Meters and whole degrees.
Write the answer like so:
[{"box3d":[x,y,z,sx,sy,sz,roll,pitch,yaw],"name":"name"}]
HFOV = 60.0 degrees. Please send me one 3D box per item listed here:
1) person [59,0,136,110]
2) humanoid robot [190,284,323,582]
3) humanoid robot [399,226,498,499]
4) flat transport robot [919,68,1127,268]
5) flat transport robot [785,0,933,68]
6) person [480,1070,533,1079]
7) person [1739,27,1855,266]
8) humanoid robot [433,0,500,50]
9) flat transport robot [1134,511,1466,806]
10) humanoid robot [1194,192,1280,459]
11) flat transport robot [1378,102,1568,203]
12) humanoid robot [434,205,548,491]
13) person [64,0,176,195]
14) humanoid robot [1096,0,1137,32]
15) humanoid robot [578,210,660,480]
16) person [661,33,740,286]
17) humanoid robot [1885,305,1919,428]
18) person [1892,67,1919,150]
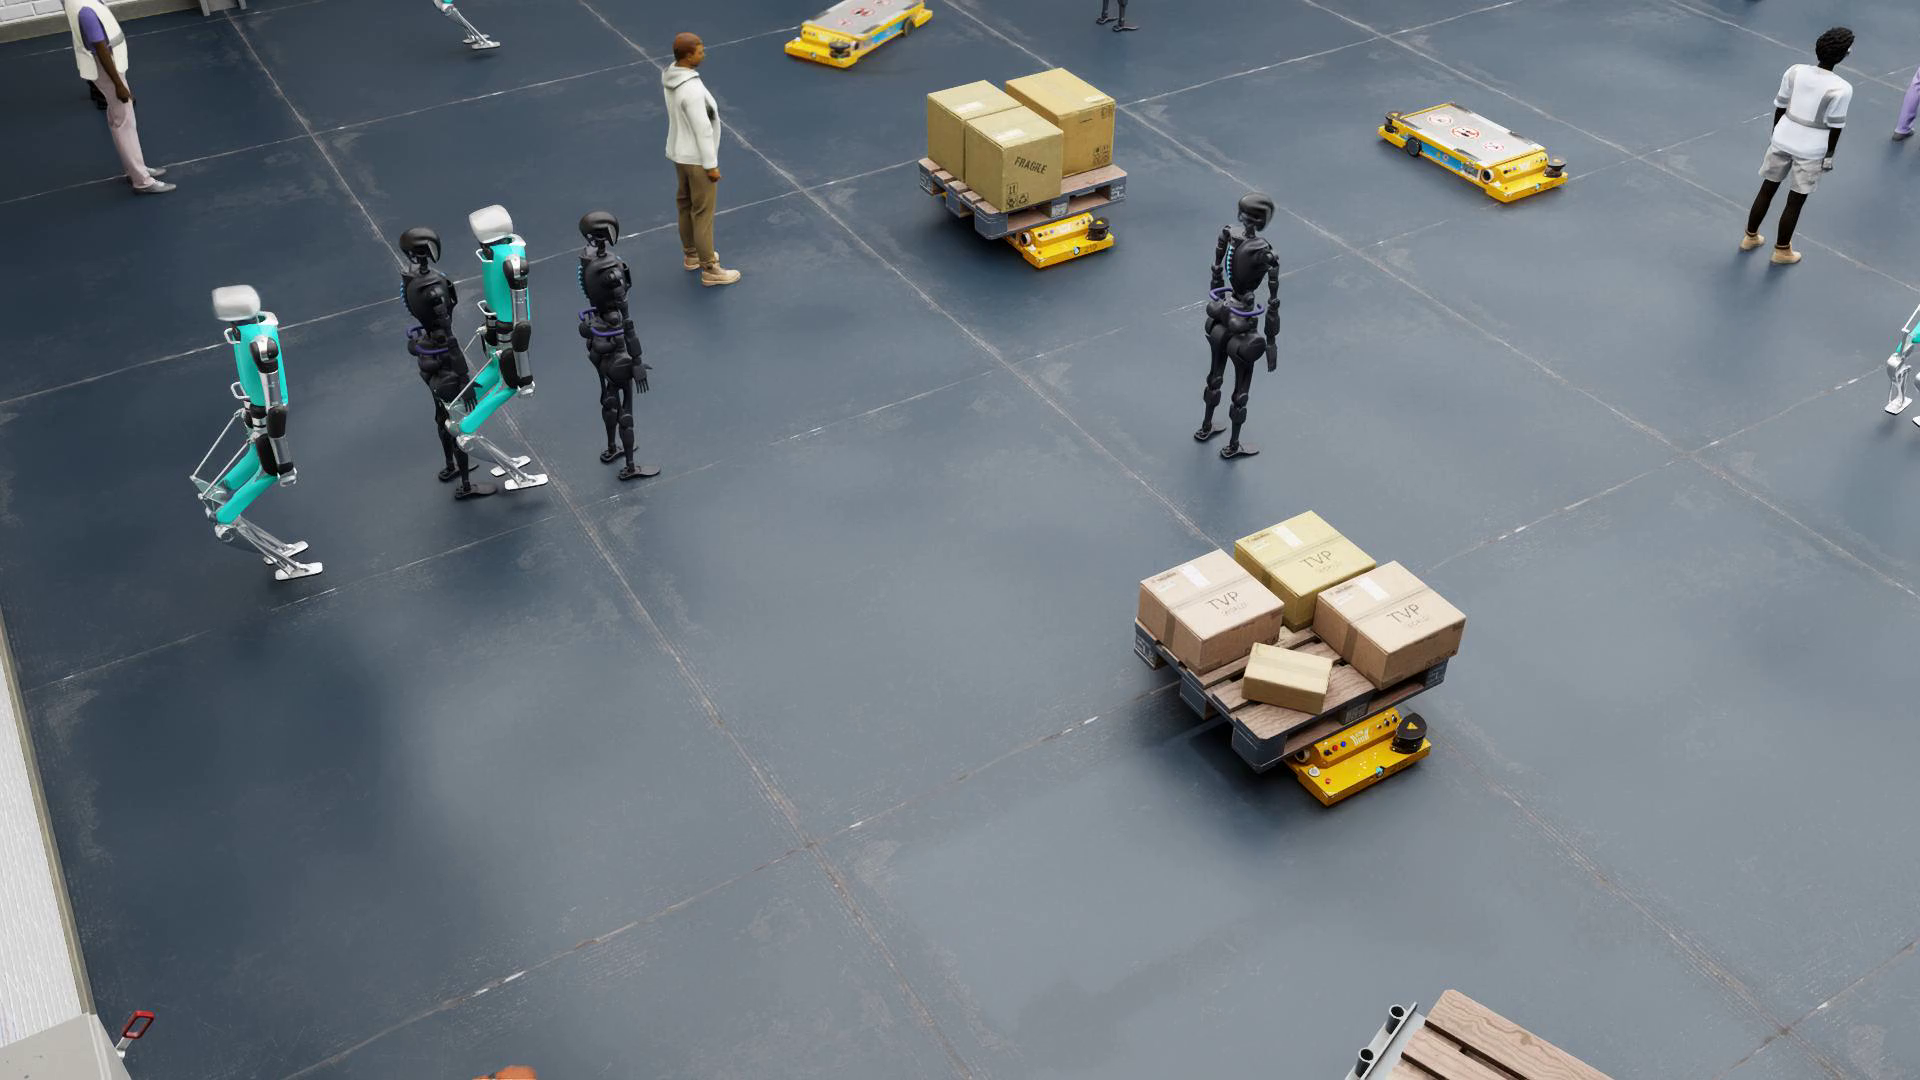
[{"box3d":[-7.253,-4.507,13.643,0.362,1.931,0.541,-21,43,-24],"name":"person"},{"box3d":[-3.760,-0.494,8.630,0.735,1.671,0.533,-21,43,-24],"name":"humanoid robot"},{"box3d":[-2.934,-1.019,9.433,0.315,1.657,0.599,-21,43,-24],"name":"humanoid robot"},{"box3d":[0.469,-2.477,12.417,0.659,0.231,1.431,-21,43,-24],"name":"flat transport robot"},{"box3d":[-0.914,-4.699,15.222,0.659,0.231,1.431,22,43,25],"name":"flat transport robot"},{"box3d":[-1.277,2.249,5.156,0.357,1.882,0.572,-21,43,-24],"name":"person"},{"box3d":[5.864,-2.741,11.600,0.319,1.696,0.531,-21,43,-24],"name":"person"},{"box3d":[-4.392,-5.095,14.431,0.735,1.677,0.533,-21,43,-24],"name":"humanoid robot"},{"box3d":[1.635,0.714,8.391,0.659,0.231,1.431,-21,43,-24],"name":"flat transport robot"},{"box3d":[1.634,-1.272,9.755,0.315,1.654,0.599,-21,43,-24],"name":"humanoid robot"},{"box3d":[4.062,-3.106,13.211,0.659,0.231,1.431,-21,43,-24],"name":"flat transport robot"},{"box3d":[-2.686,-1.007,9.273,0.735,1.677,0.533,-21,43,-24],"name":"humanoid robot"},{"box3d":[-6.354,-3.483,12.418,0.391,1.846,0.563,-21,43,-24],"name":"person"},{"box3d":[1.467,-5.484,15.072,0.323,1.653,0.609,-21,43,-24],"name":"humanoid robot"},{"box3d":[-1.999,-1.136,9.581,0.315,1.657,0.599,-21,43,-24],"name":"humanoid robot"},{"box3d":[-1.820,-2.589,11.353,0.374,1.767,0.516,-21,43,-24],"name":"person"},{"box3d":[5.834,-1.408,9.783,0.735,1.671,0.533,-21,43,-24],"name":"humanoid robot"},{"box3d":[7.789,-3.957,13.021,0.391,1.839,0.563,-21,43,-24],"name":"person"}]
